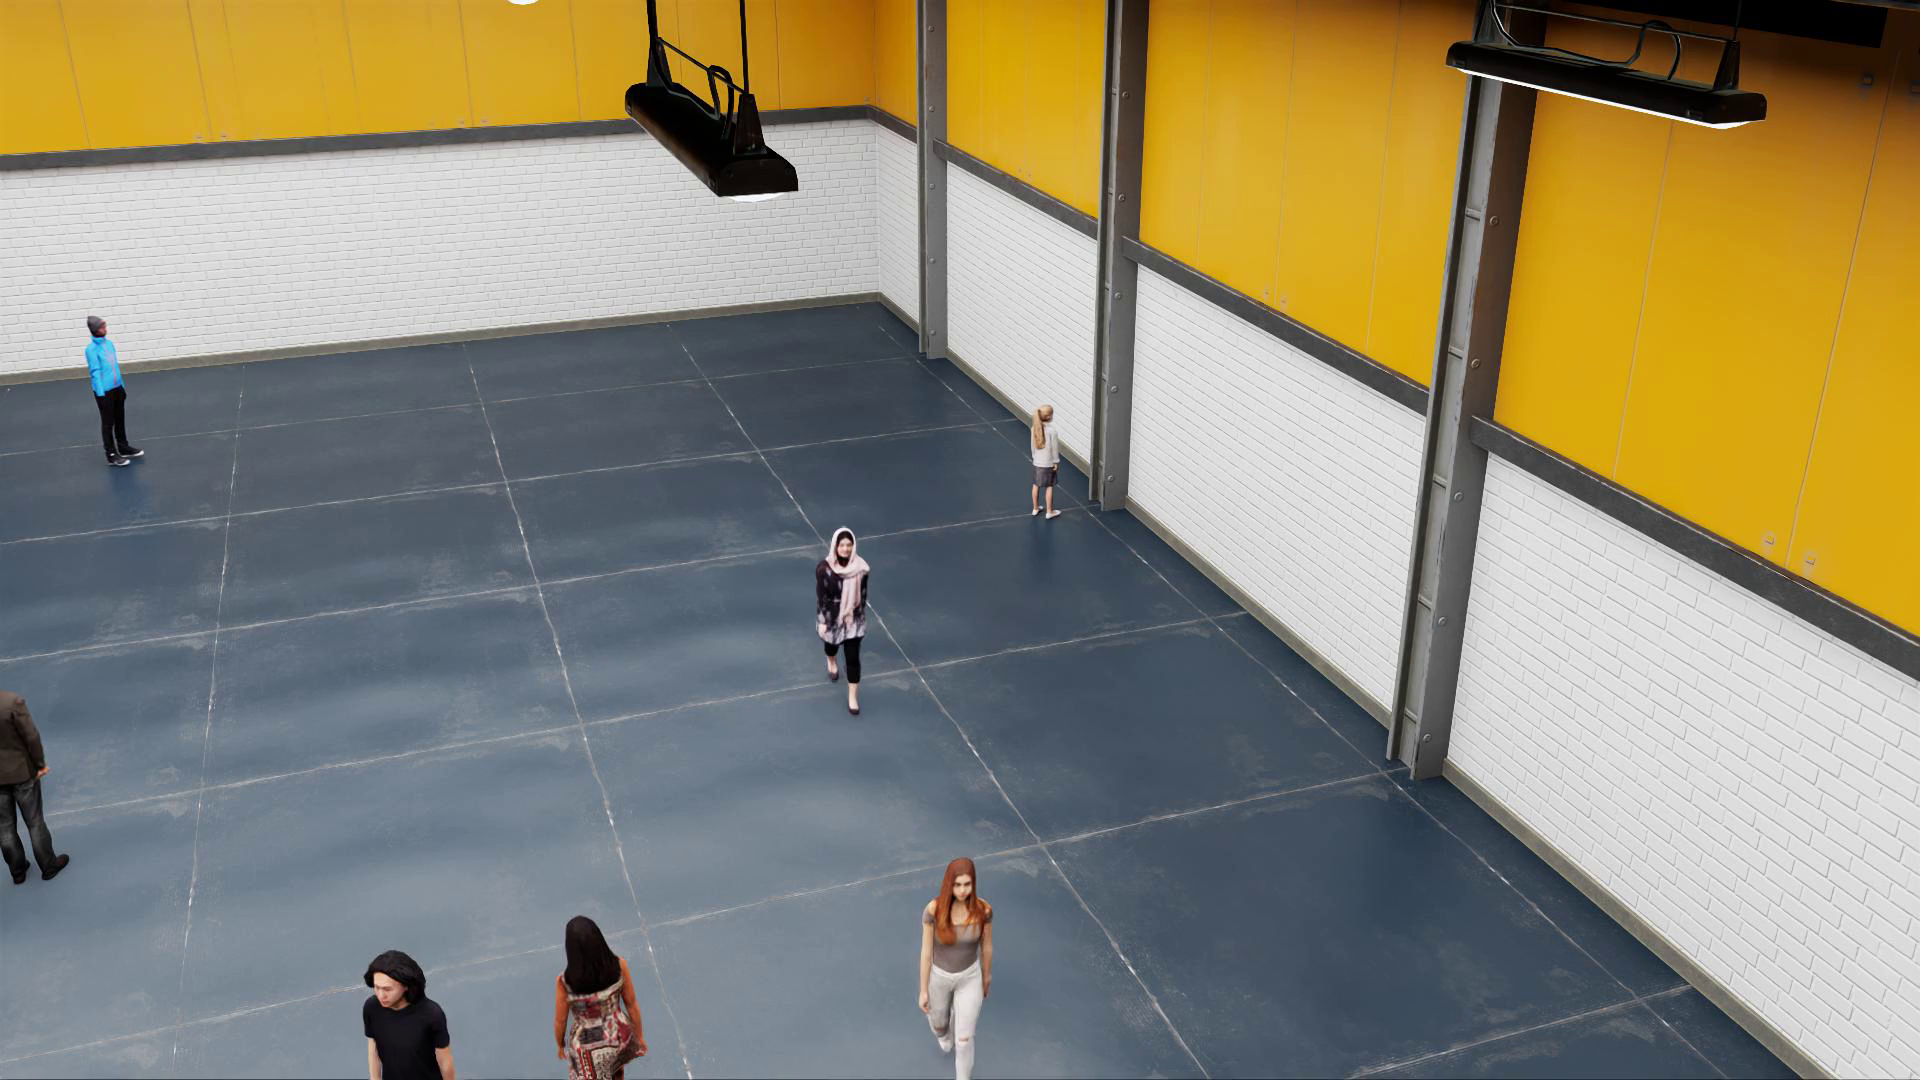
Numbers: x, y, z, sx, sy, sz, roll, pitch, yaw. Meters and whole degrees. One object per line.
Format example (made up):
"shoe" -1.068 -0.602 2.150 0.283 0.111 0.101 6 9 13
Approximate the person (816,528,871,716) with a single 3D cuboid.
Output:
"person" -1.041 0.633 14.348 0.748 1.603 1.138 -4 24 -9

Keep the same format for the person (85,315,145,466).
"person" -10.072 -1.783 19.631 0.740 1.799 0.630 3 24 8

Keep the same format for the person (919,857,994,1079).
"person" -0.043 2.566 9.803 0.810 1.701 1.087 -1 24 -1

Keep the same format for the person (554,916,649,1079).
"person" -1.976 2.868 9.236 0.739 1.603 1.098 -11 26 -24

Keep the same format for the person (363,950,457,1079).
"person" -2.873 2.893 8.925 0.989 1.805 1.136 5 24 12

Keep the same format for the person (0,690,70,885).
"person" -6.787 1.624 11.833 0.717 1.801 0.599 -4 24 -9

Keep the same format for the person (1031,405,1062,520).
"person" 0.925 -0.869 18.190 0.587 1.277 0.662 16 29 33
